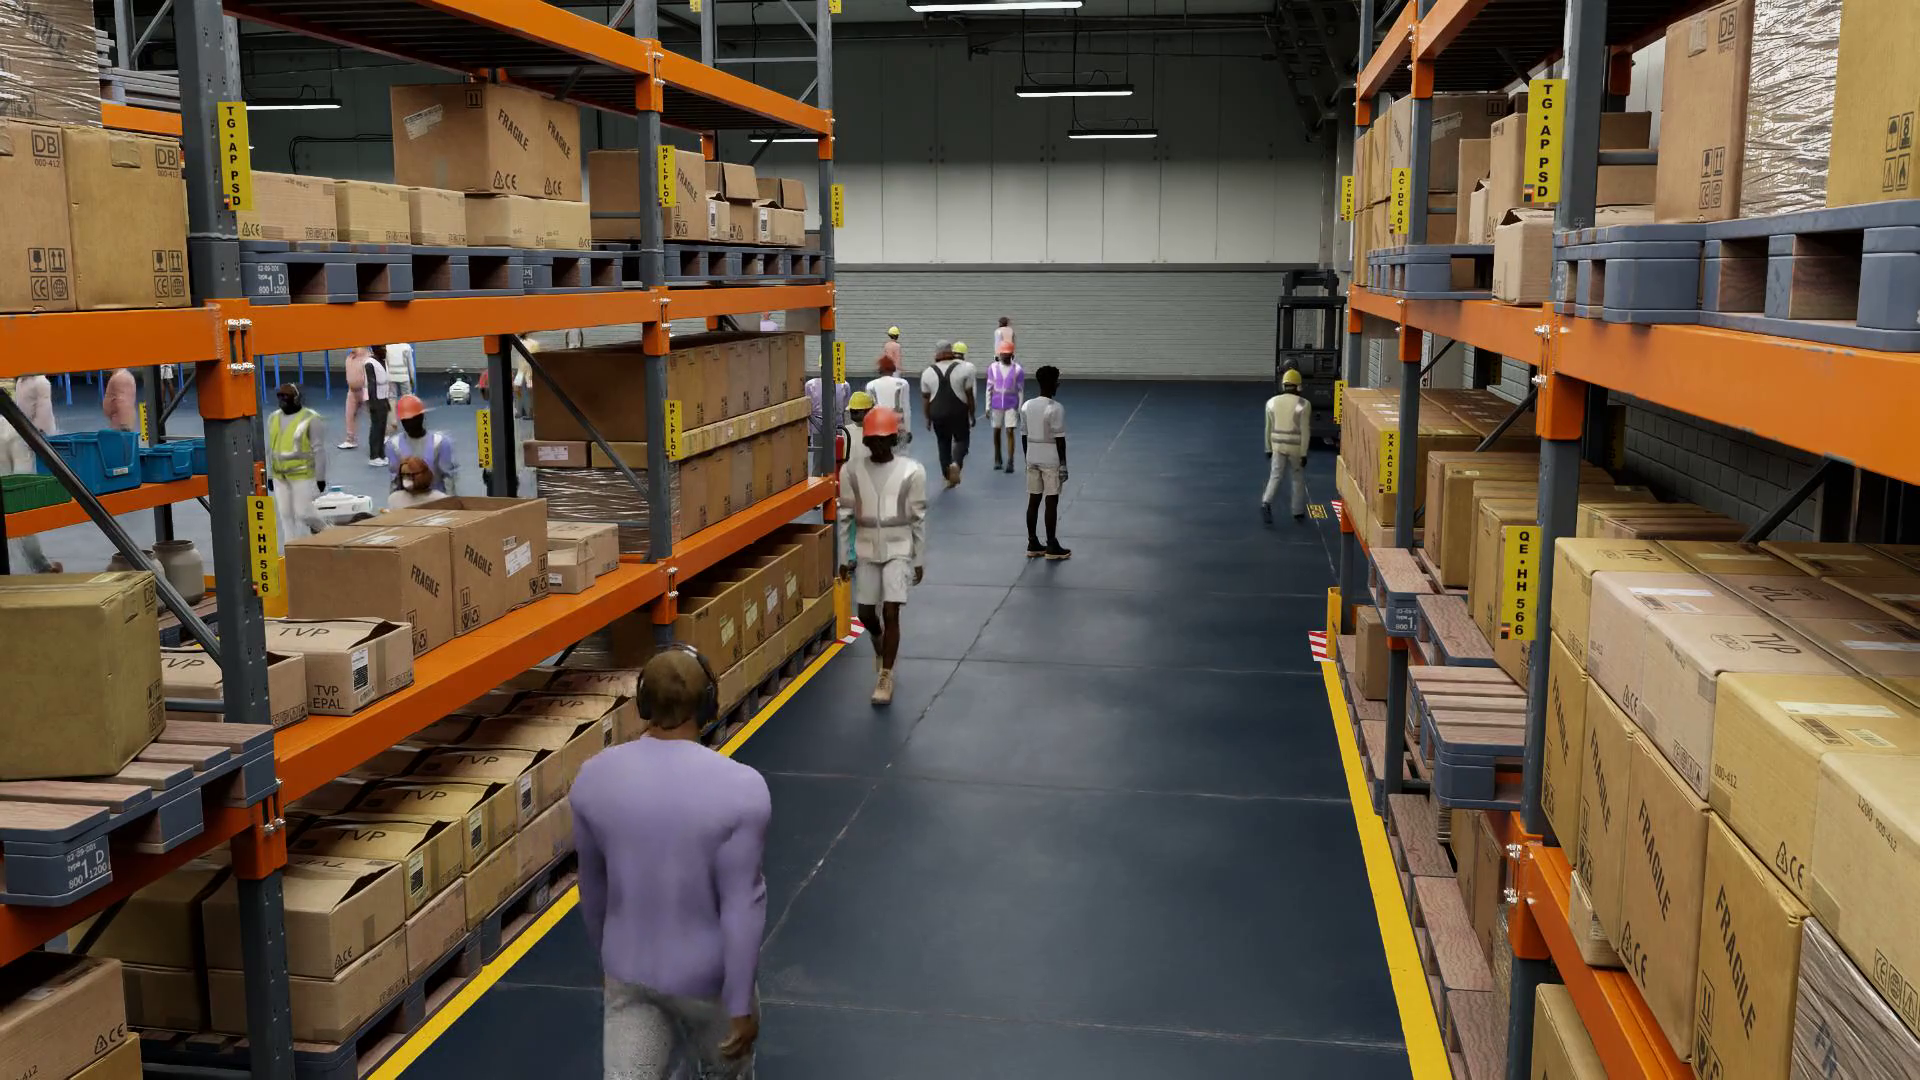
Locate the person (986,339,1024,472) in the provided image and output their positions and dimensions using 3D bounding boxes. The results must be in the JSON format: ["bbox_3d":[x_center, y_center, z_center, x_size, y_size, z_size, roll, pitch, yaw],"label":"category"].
[{"bbox_3d":[0.661,-1.969,24.374,0.557,1.954,0.503,2,9,12],"label":"person"}]

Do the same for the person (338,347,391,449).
[{"bbox_3d":[-9.888,-2.470,27.573,0.639,1.872,0.932,4,10,25],"label":"person"}]

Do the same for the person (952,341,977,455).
[{"bbox_3d":[-0.037,-2.226,26.261,0.600,1.810,0.675,2,10,14],"label":"person"}]

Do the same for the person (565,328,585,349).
[{"bbox_3d":[-10.560,-5.386,45.563,0.532,1.868,0.309,-4,10,-22],"label":"person"}]

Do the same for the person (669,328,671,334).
[{"bbox_3d":[-7.758,-5.027,43.556,0.532,1.804,1.000,4,10,23],"label":"person"}]

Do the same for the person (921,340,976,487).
[{"bbox_3d":[-0.155,-1.692,22.386,0.747,2.000,0.699,2,9,11],"label":"person"}]

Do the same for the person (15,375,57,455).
[{"bbox_3d":[-12.181,-1.515,21.752,0.662,1.846,1.016,6,11,33],"label":"person"}]

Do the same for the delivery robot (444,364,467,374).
[{"bbox_3d":[-12.853,-4.362,42.331,0.698,0.223,0.335,7,11,35],"label":"delivery robot"}]

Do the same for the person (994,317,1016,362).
[{"bbox_3d":[1.109,-4.540,40.556,0.634,1.808,0.900,-6,11,-33],"label":"person"}]

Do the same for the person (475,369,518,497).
[{"bbox_3d":[-4.492,-0.719,16.467,0.788,1.972,0.624,-5,10,-28],"label":"person"}]

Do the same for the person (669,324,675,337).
[{"bbox_3d":[-7.195,-4.504,40.827,0.524,1.639,0.308,2,9,12],"label":"person"}]

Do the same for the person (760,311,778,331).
[{"bbox_3d":[-4.929,-4.915,42.542,0.652,1.906,0.404,1,9,3],"label":"person"}]

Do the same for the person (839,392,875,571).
[{"bbox_3d":[-0.941,-0.552,16.070,0.532,1.765,0.323,6,11,31],"label":"person"}]

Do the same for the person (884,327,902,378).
[{"bbox_3d":[-1.355,-3.510,34.307,0.310,1.769,0.533,-6,11,-35],"label":"person"}]

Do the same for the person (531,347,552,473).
[{"bbox_3d":[-5.870,-1.885,24.120,0.720,1.823,0.521,-8,12,-41],"label":"person"}]

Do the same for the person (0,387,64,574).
[{"bbox_3d":[-8.644,-0.456,15.092,0.652,1.882,1.040,1,9,7],"label":"person"}]

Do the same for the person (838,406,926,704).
[{"bbox_3d":[-0.526,0.073,11.447,0.611,2.022,0.730,1,9,8],"label":"person"}]

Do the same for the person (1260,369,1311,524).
[{"bbox_3d":[3.754,-1.071,19.196,0.591,1.801,0.849,7,11,36],"label":"person"}]

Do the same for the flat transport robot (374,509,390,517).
[{"bbox_3d":[-5.997,-0.270,19.053,1.431,0.197,0.652,-5,10,-28],"label":"flat transport robot"}]

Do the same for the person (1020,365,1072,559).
[{"bbox_3d":[0.877,-0.804,16.999,0.366,1.967,0.602,-8,12,-40],"label":"person"}]

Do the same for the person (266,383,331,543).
[{"bbox_3d":[-6.565,-0.651,16.501,0.631,1.827,0.553,3,10,19],"label":"person"}]

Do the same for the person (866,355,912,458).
[{"bbox_3d":[-0.866,-1.403,21.011,0.601,1.858,0.713,2,9,13],"label":"person"}]

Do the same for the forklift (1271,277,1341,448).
[{"bbox_3d":[5.847,-3.016,27.970,1.129,2.768,1.873,1,9,9],"label":"forklift"}]

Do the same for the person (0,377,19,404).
[{"bbox_3d":[-15.609,-2.383,27.240,0.667,1.811,0.525,1,9,4],"label":"person"}]

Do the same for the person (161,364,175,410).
[{"bbox_3d":[-16.926,-3.742,35.274,0.367,1.928,0.634,4,10,22],"label":"person"}]

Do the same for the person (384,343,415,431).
[{"bbox_3d":[-10.276,-2.952,30.334,0.642,1.941,0.439,-3,10,-19],"label":"person"}]

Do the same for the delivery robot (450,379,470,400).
[{"bbox_3d":[-11.039,-3.319,36.697,0.477,0.478,0.707,-1,9,-8],"label":"delivery robot"}]

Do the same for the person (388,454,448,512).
[{"bbox_3d":[-3.894,0.176,12.026,0.494,1.615,0.385,1,9,7],"label":"person"}]

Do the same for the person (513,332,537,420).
[{"bbox_3d":[-8.552,-3.305,32.596,0.544,1.919,0.577,5,11,30],"label":"person"}]

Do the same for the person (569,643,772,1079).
[{"bbox_3d":[-0.822,1.228,4.770,0.639,1.879,1.059,3,10,16],"label":"person"}]

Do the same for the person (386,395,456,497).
[{"bbox_3d":[-4.559,-0.297,14.152,0.561,1.896,0.693,-2,9,-10],"label":"person"}]

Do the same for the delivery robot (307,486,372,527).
[{"bbox_3d":[-6.897,-0.353,18.405,0.707,0.478,0.477,-5,11,-28],"label":"delivery robot"}]

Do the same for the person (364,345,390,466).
[{"bbox_3d":[-8.804,-2.100,25.146,0.373,1.916,0.596,0,9,0],"label":"person"}]

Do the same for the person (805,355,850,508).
[{"bbox_3d":[-1.633,-1.360,20.555,0.587,1.928,0.363,-3,10,-17],"label":"person"}]

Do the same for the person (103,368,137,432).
[{"bbox_3d":[-11.024,-1.534,21.857,0.405,1.862,0.786,-4,10,-22],"label":"person"}]
